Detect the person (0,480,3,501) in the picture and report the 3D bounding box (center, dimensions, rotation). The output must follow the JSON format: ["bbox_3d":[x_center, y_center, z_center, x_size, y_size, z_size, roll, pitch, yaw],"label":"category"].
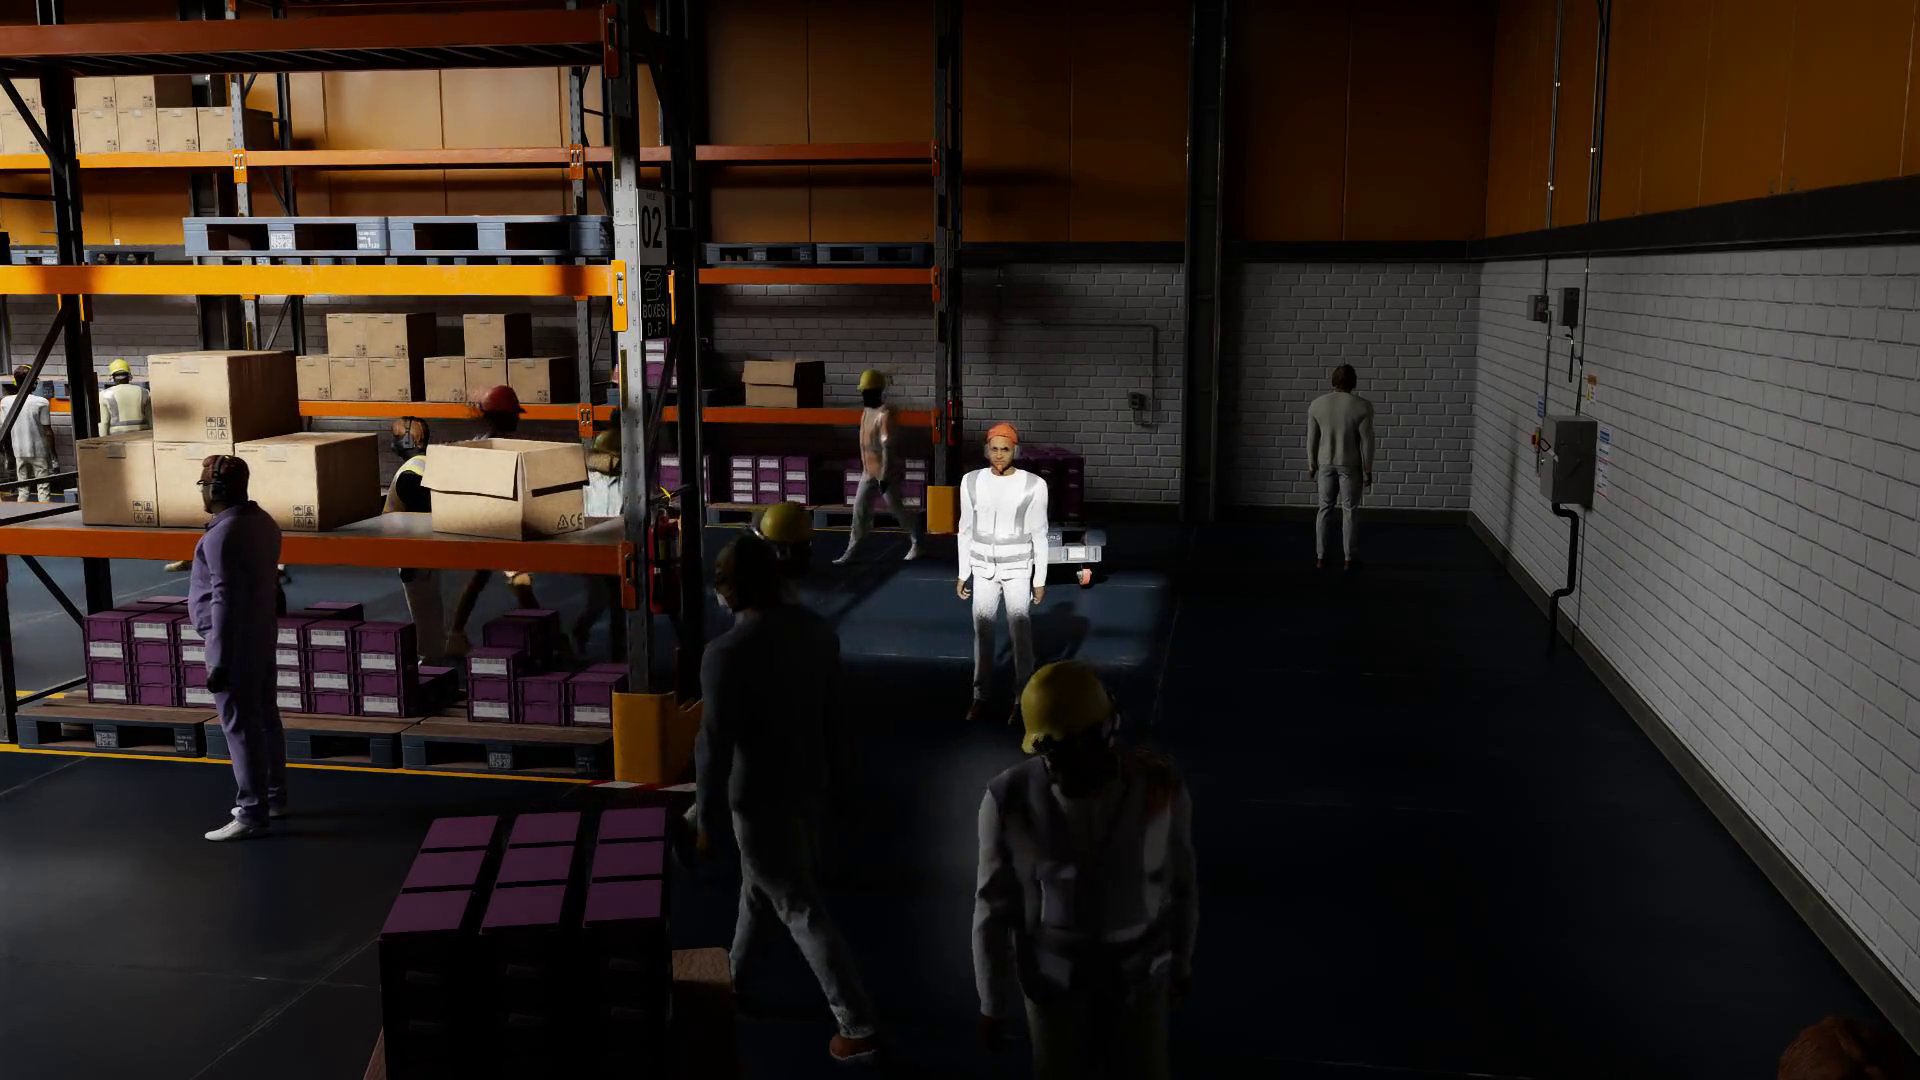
[{"bbox_3d":[-7.120,-0.026,11.898,0.534,1.826,0.424,-4,10,-24],"label":"person"}]

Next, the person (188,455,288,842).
[{"bbox_3d":[-3.584,0.527,8.231,0.407,1.906,0.655,-1,9,-3],"label":"person"}]

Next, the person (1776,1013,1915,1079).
[{"bbox_3d":[1.400,1.552,2.740,0.496,1.628,0.273,2,9,11],"label":"person"}]

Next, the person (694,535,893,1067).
[{"bbox_3d":[-0.643,0.915,5.918,1.042,1.886,0.641,6,11,33],"label":"person"}]

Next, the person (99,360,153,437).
[{"bbox_3d":[-9.320,-1.102,18.602,0.404,1.821,0.590,9,13,43],"label":"person"}]

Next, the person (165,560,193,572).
[{"bbox_3d":[-7.051,-0.715,15.523,0.742,2.000,0.700,-8,12,-42],"label":"person"}]

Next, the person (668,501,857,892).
[{"bbox_3d":[-0.922,0.709,7.473,0.815,1.797,0.602,-1,9,-4],"label":"person"}]

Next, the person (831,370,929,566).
[{"bbox_3d":[-0.736,-0.698,15.938,1.006,1.879,0.598,-6,11,-31],"label":"person"}]

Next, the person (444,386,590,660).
[{"bbox_3d":[-3.244,-0.107,11.906,1.055,1.987,0.615,-1,9,-9],"label":"person"}]

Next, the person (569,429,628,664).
[{"bbox_3d":[-2.510,0.073,11.596,0.537,1.720,0.498,9,13,43],"label":"person"}]

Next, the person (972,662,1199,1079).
[{"bbox_3d":[0.340,1.183,4.521,0.613,1.790,0.520,0,9,2],"label":"person"}]

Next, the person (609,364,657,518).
[{"bbox_3d":[-2.944,-0.639,15.237,0.750,1.975,0.627,5,11,30],"label":"person"}]

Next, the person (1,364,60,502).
[{"bbox_3d":[-9.358,-0.831,16.772,0.539,1.869,0.313,0,9,-1],"label":"person"}]

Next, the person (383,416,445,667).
[{"bbox_3d":[-3.650,0.087,11.162,0.429,1.844,0.625,-1,9,-8],"label":"person"}]

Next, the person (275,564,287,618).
[{"bbox_3d":[-5.069,-0.086,12.126,0.595,1.882,0.383,0,9,1],"label":"person"}]

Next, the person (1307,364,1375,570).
[{"bbox_3d":[3.580,-0.685,15.649,0.636,1.938,0.354,5,10,28],"label":"person"}]

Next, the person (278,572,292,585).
[{"bbox_3d":[-6.232,-0.564,14.896,0.366,1.939,0.542,-4,10,-23],"label":"person"}]

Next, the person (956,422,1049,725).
[{"bbox_3d":[0.266,0.208,10.308,0.580,1.879,0.347,3,10,20],"label":"person"}]
